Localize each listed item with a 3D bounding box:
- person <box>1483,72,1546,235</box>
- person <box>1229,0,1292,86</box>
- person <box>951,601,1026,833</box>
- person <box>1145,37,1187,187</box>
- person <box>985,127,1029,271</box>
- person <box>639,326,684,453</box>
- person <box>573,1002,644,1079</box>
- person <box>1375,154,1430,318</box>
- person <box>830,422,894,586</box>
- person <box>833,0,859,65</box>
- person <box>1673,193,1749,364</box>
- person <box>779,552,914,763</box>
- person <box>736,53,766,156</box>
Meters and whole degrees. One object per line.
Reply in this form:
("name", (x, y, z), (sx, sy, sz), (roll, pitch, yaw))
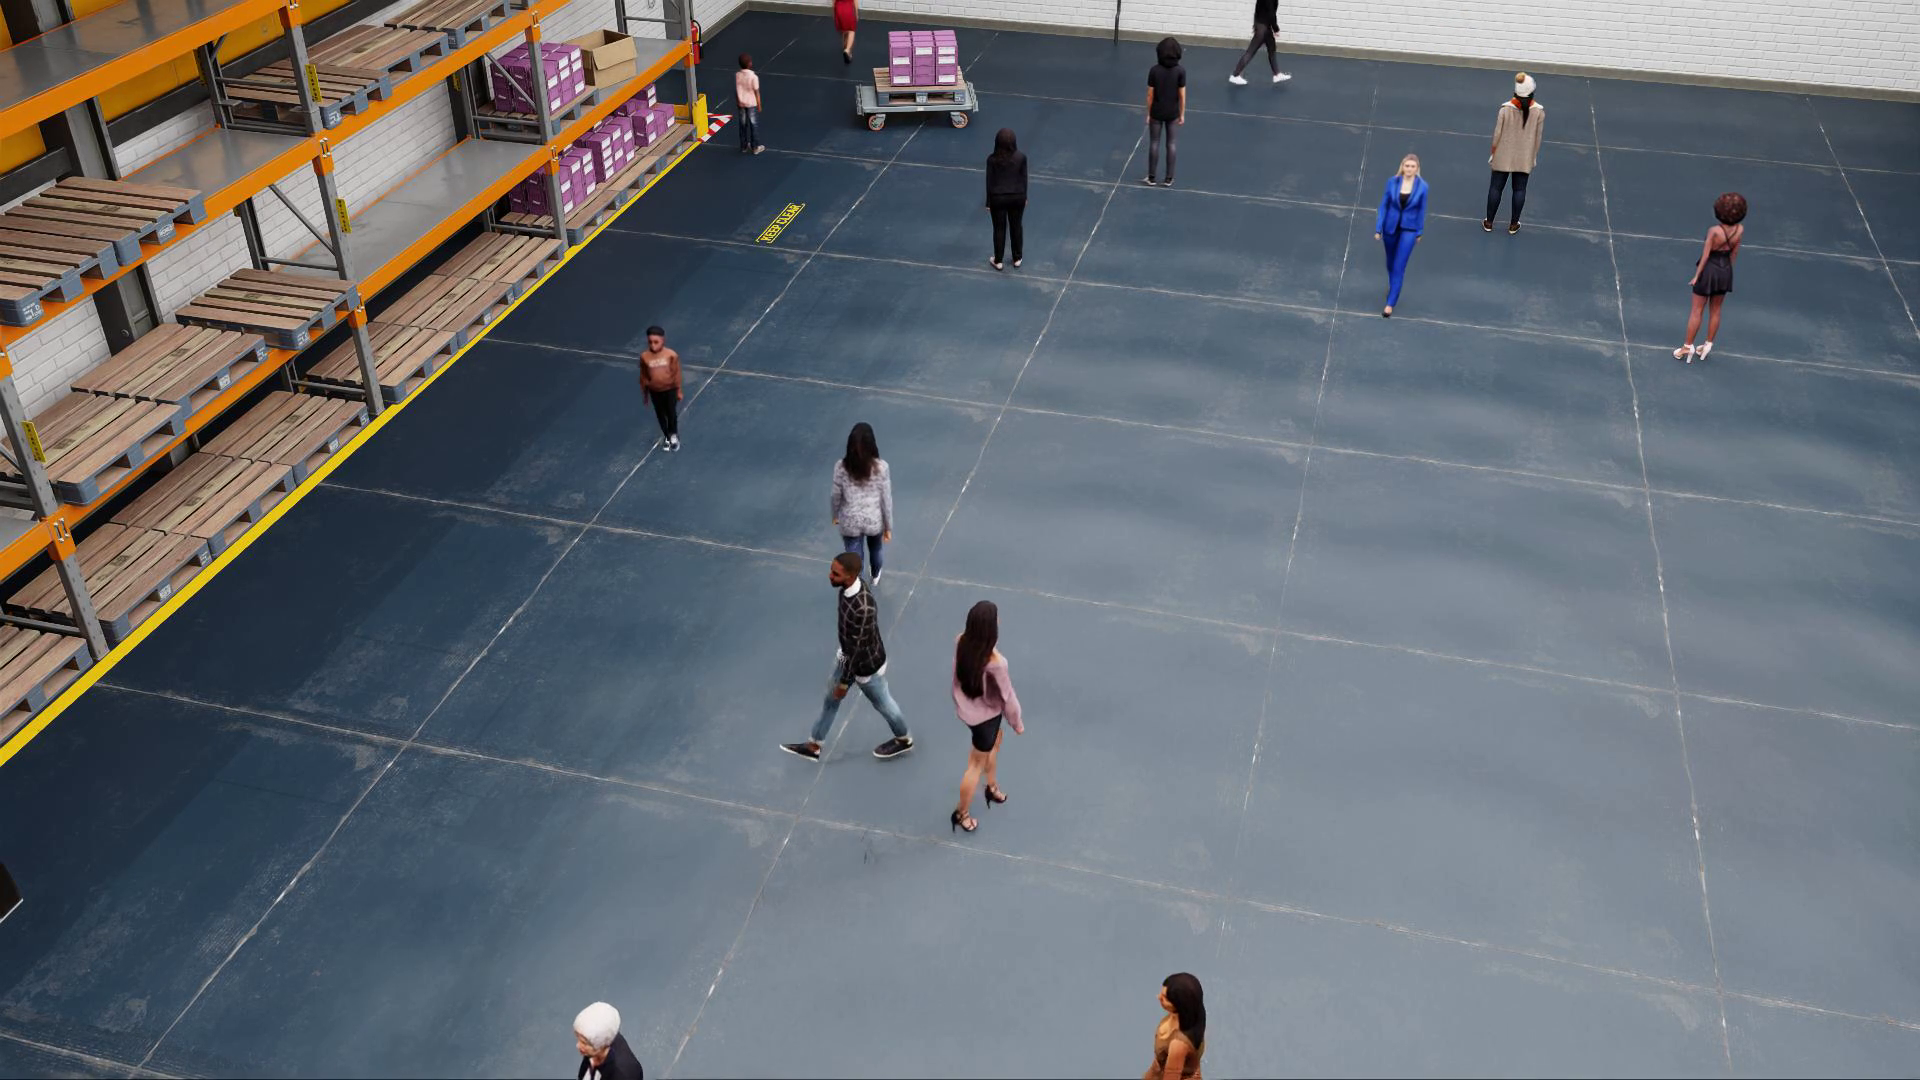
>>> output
("person", (6.449, -4.514, 19.373), (0.693, 1.894, 0.648), (10, 35, 14))
("person", (4.241, -7.283, 23.767), (0.908, 1.640, 1.168), (-1, 34, -2))
("person", (0.057, 1.216, 10.844), (0.904, 1.792, 0.842), (-20, 38, -27))
("person", (2.539, -5.309, 20.627), (0.668, 1.828, 0.590), (3, 34, 5))
("person", (0.523, -3.809, 18.562), (0.757, 1.616, 0.778), (-7, 34, -11))
("person", (-2.727, -1.421, 15.306), (0.577, 1.244, 0.568), (0, 34, -1))
("person", (-1.593, 2.967, 8.443), (1.067, 1.771, 1.084), (-19, 38, -26))
("person", (4.708, -3.314, 17.780), (0.736, 1.657, 1.167), (13, 36, 18))
("person", (-0.760, -0.066, 12.861), (0.870, 1.694, 1.171), (-2, 34, -3))
("person", (-1.721, -7.805, 24.643), (0.578, 1.539, 0.876), (6, 34, 9))
("person", (7.524, -2.614, 16.608), (0.639, 1.790, 0.666), (-7, 34, -11))
("person", (-0.576, 0.833, 11.441), (1.176, 1.769, 1.208), (-12, 35, -17))
("person", (-2.772, -5.688, 21.668), (0.504, 1.308, 0.506), (13, 36, 18))
